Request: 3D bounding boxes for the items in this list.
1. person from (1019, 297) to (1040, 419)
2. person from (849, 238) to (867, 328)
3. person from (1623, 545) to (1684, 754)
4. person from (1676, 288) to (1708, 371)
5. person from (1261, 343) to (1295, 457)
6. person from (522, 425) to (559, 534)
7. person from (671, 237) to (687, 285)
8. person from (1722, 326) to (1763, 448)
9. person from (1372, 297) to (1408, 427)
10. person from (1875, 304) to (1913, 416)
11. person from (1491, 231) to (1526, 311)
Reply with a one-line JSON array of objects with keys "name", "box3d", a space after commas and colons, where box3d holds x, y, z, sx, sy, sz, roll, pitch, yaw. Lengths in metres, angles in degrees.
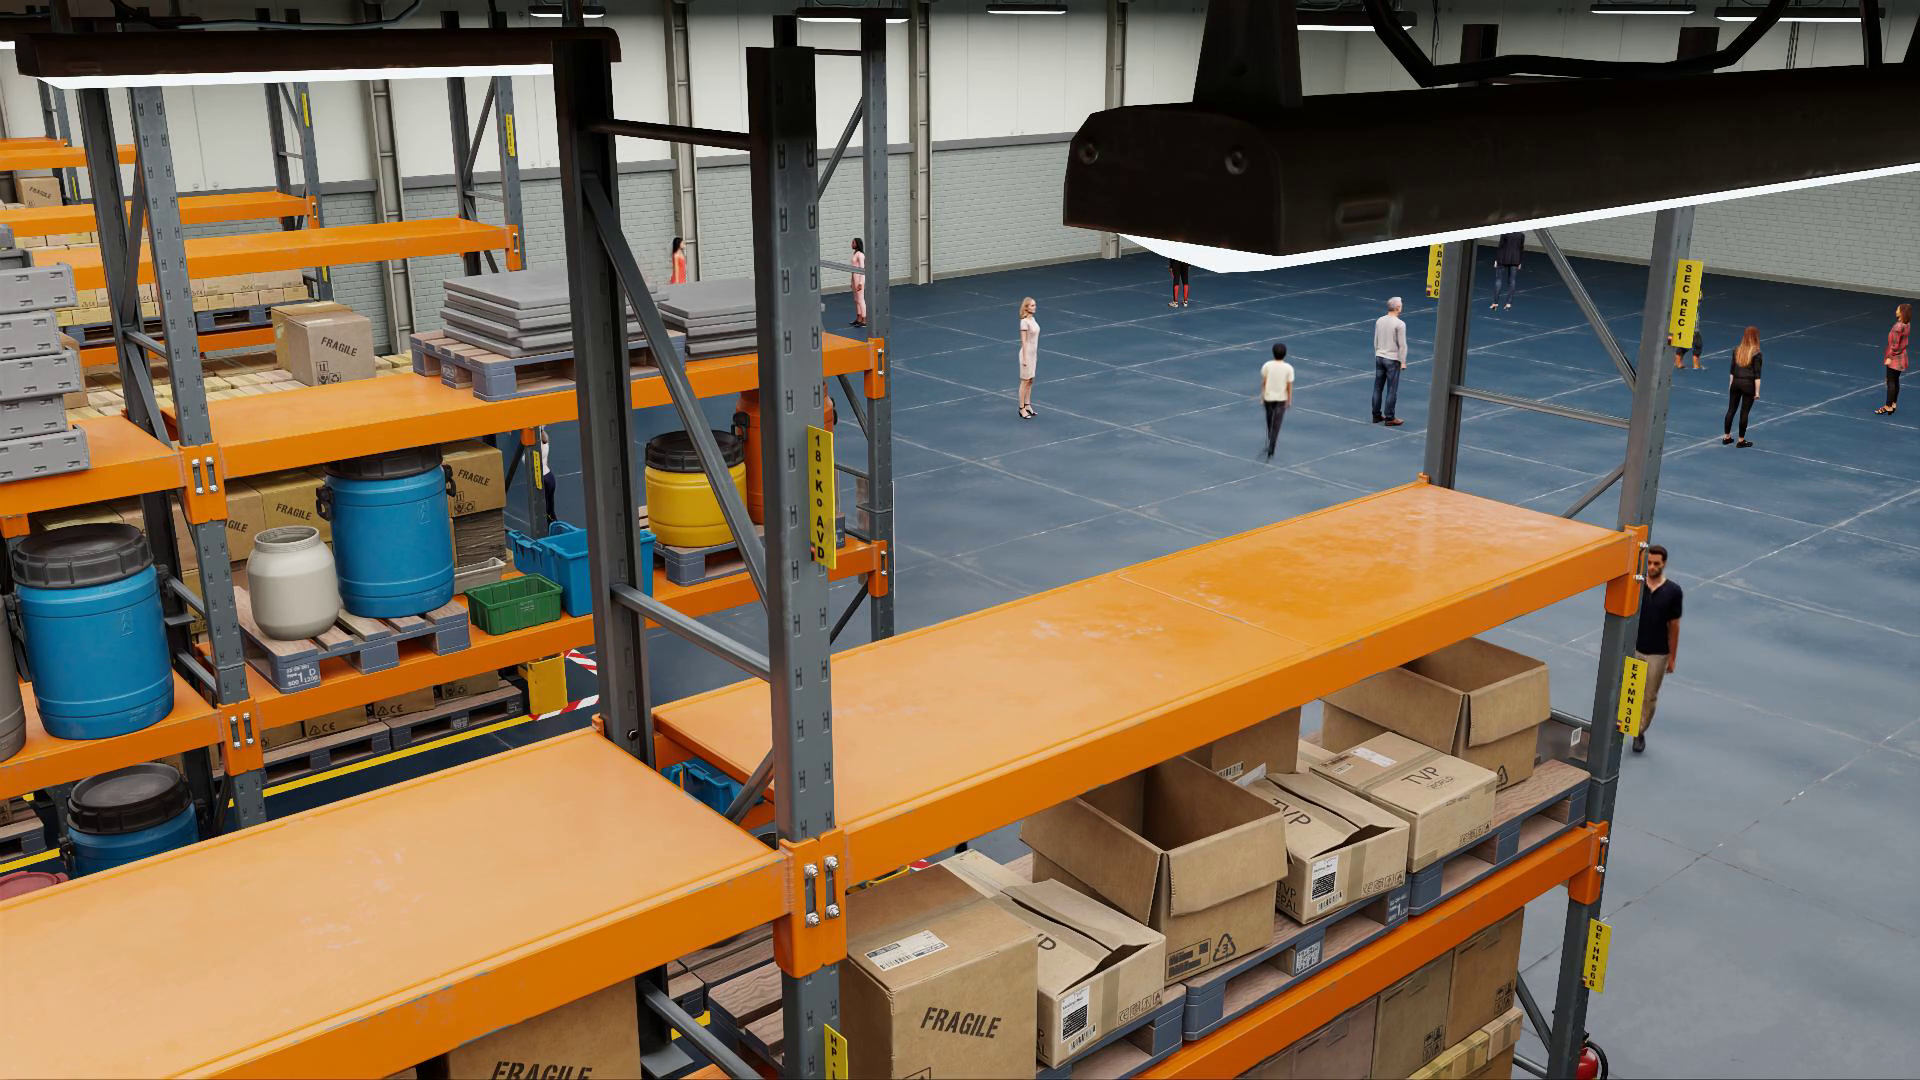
[{"name": "person", "box3d": [1.024, -2.775, 25.240, 0.698, 1.831, 0.562, 9, 20, 26]}, {"name": "person", "box3d": [-1.975, -5.006, 32.268, 0.636, 1.720, 0.686, -7, 19, -21]}, {"name": "person", "box3d": [5.769, 0.901, 13.932, 0.769, 1.842, 0.823, 9, 20, 25]}, {"name": "person", "box3d": [12.515, -3.672, 28.619, 0.892, 1.443, 0.817, -1, 18, -3]}, {"name": "person", "box3d": [4.364, -1.914, 23.040, 0.889, 1.555, 1.066, 7, 19, 20]}, {"name": "person", "box3d": [-4.691, -0.572, 18.685, 0.746, 1.700, 0.676, 2, 18, 7]}, {"name": "person", "box3d": [-5.536, -5.011, 32.306, 0.929, 1.707, 0.866, 1, 18, 3]}, {"name": "person", "box3d": [11.114, -2.183, 23.612, 0.547, 1.713, 0.617, -12, 21, -32]}, {"name": "person", "box3d": [6.396, -2.673, 24.795, 0.643, 1.911, 0.744, -12, 22, -32]}, {"name": "person", "box3d": [14.317, -2.773, 25.440, 0.689, 1.704, 0.511, 17, 24, 42]}, {"name": "person", "box3d": [10.077, -5.124, 30.666, 0.829, 1.783, 0.794, 2, 18, 6]}]
